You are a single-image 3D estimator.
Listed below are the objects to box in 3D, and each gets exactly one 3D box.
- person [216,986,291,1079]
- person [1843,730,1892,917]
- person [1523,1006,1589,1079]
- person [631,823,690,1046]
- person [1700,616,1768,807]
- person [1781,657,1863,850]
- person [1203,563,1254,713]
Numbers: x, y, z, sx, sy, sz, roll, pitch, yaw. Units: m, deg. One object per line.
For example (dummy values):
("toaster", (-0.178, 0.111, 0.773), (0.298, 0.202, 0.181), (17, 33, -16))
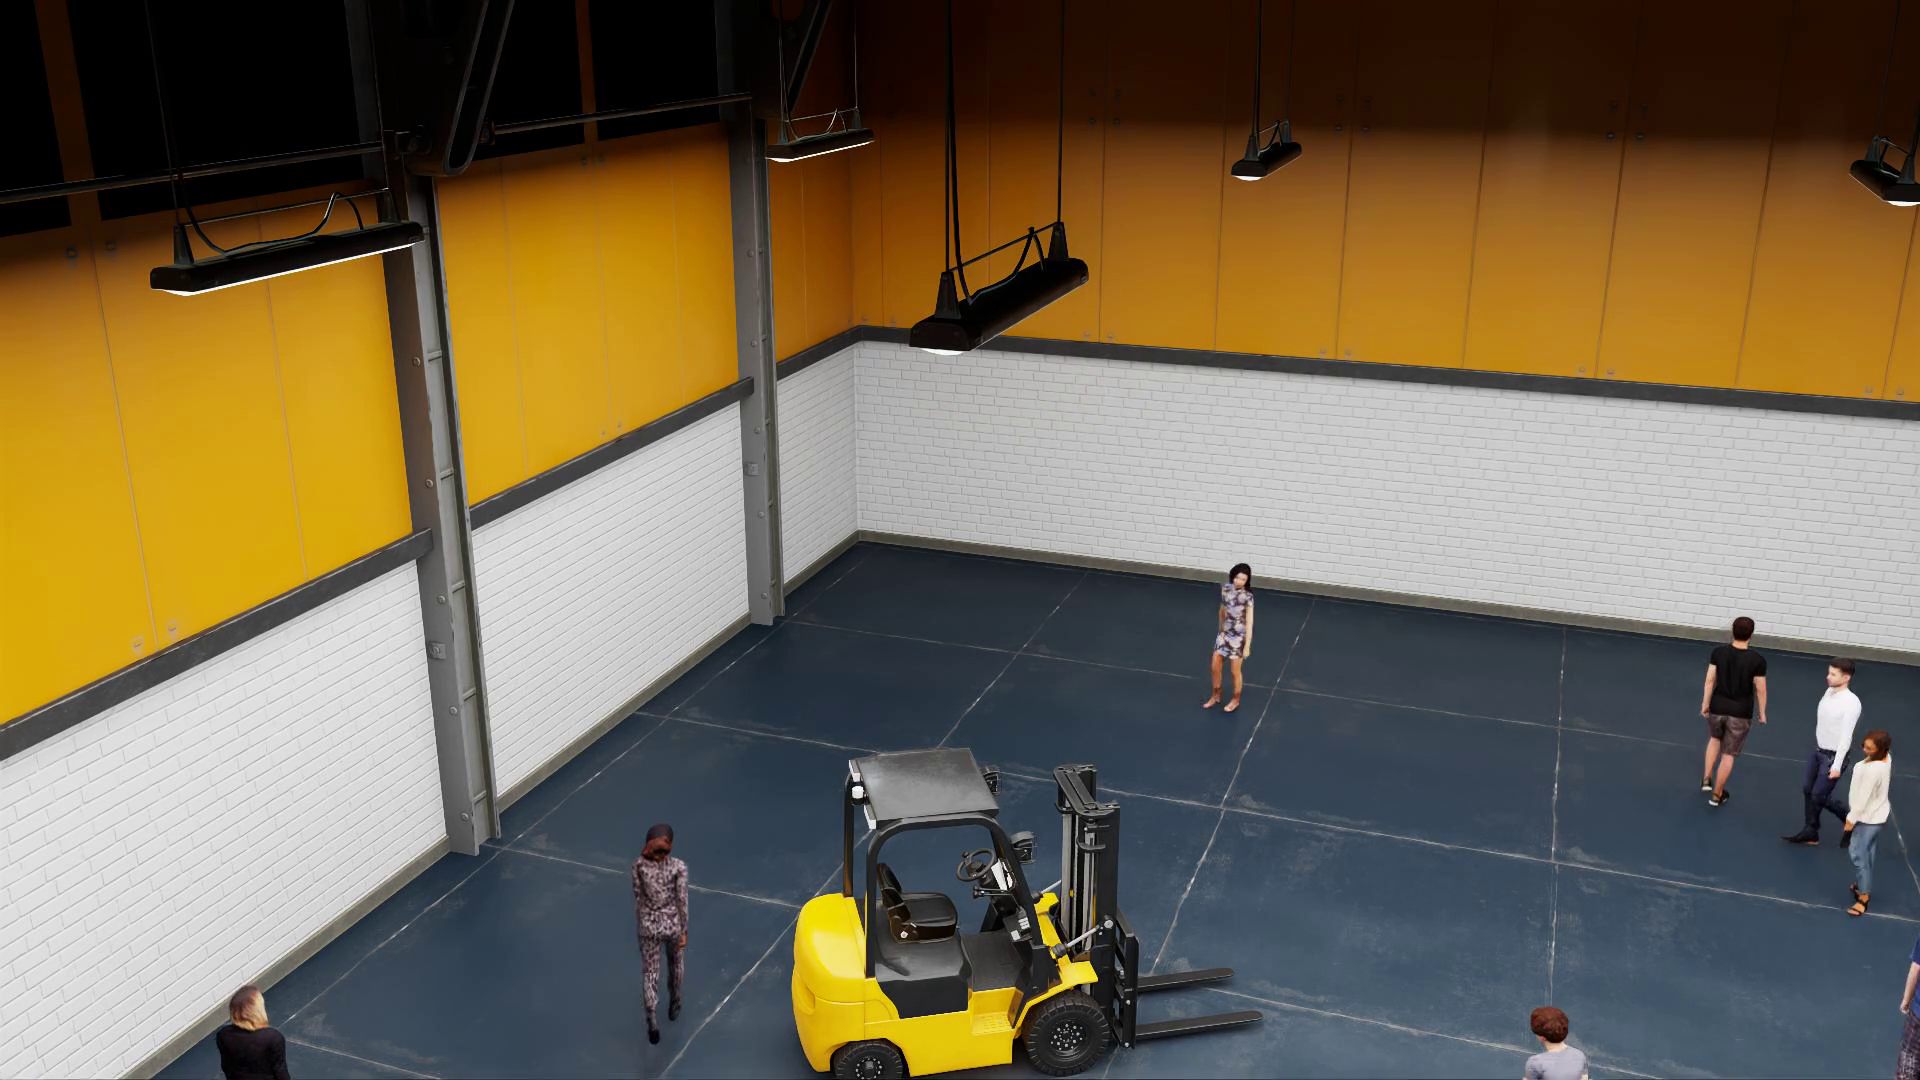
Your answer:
("person", (-4.362, 3.566, 10.276), (0.828, 1.628, 1.104), (0, 19, 1))
("person", (7.668, 2.303, 13.986), (0.628, 1.652, 0.816), (-12, 22, -32))
("person", (3.616, 3.650, 10.064), (1.044, 1.603, 1.225), (-4, 19, -12))
("person", (-2.204, 2.888, 12.178), (0.813, 1.698, 1.085), (0, 19, -1))
("person", (7.228, 1.636, 15.663), (0.811, 1.845, 0.835), (17, 25, 42))
("person", (7.848, 1.920, 14.814), (0.853, 1.850, 0.907), (1, 19, 3))
("person", (2.919, 1.031, 17.674), (0.781, 1.710, 0.769), (-11, 22, -30))
